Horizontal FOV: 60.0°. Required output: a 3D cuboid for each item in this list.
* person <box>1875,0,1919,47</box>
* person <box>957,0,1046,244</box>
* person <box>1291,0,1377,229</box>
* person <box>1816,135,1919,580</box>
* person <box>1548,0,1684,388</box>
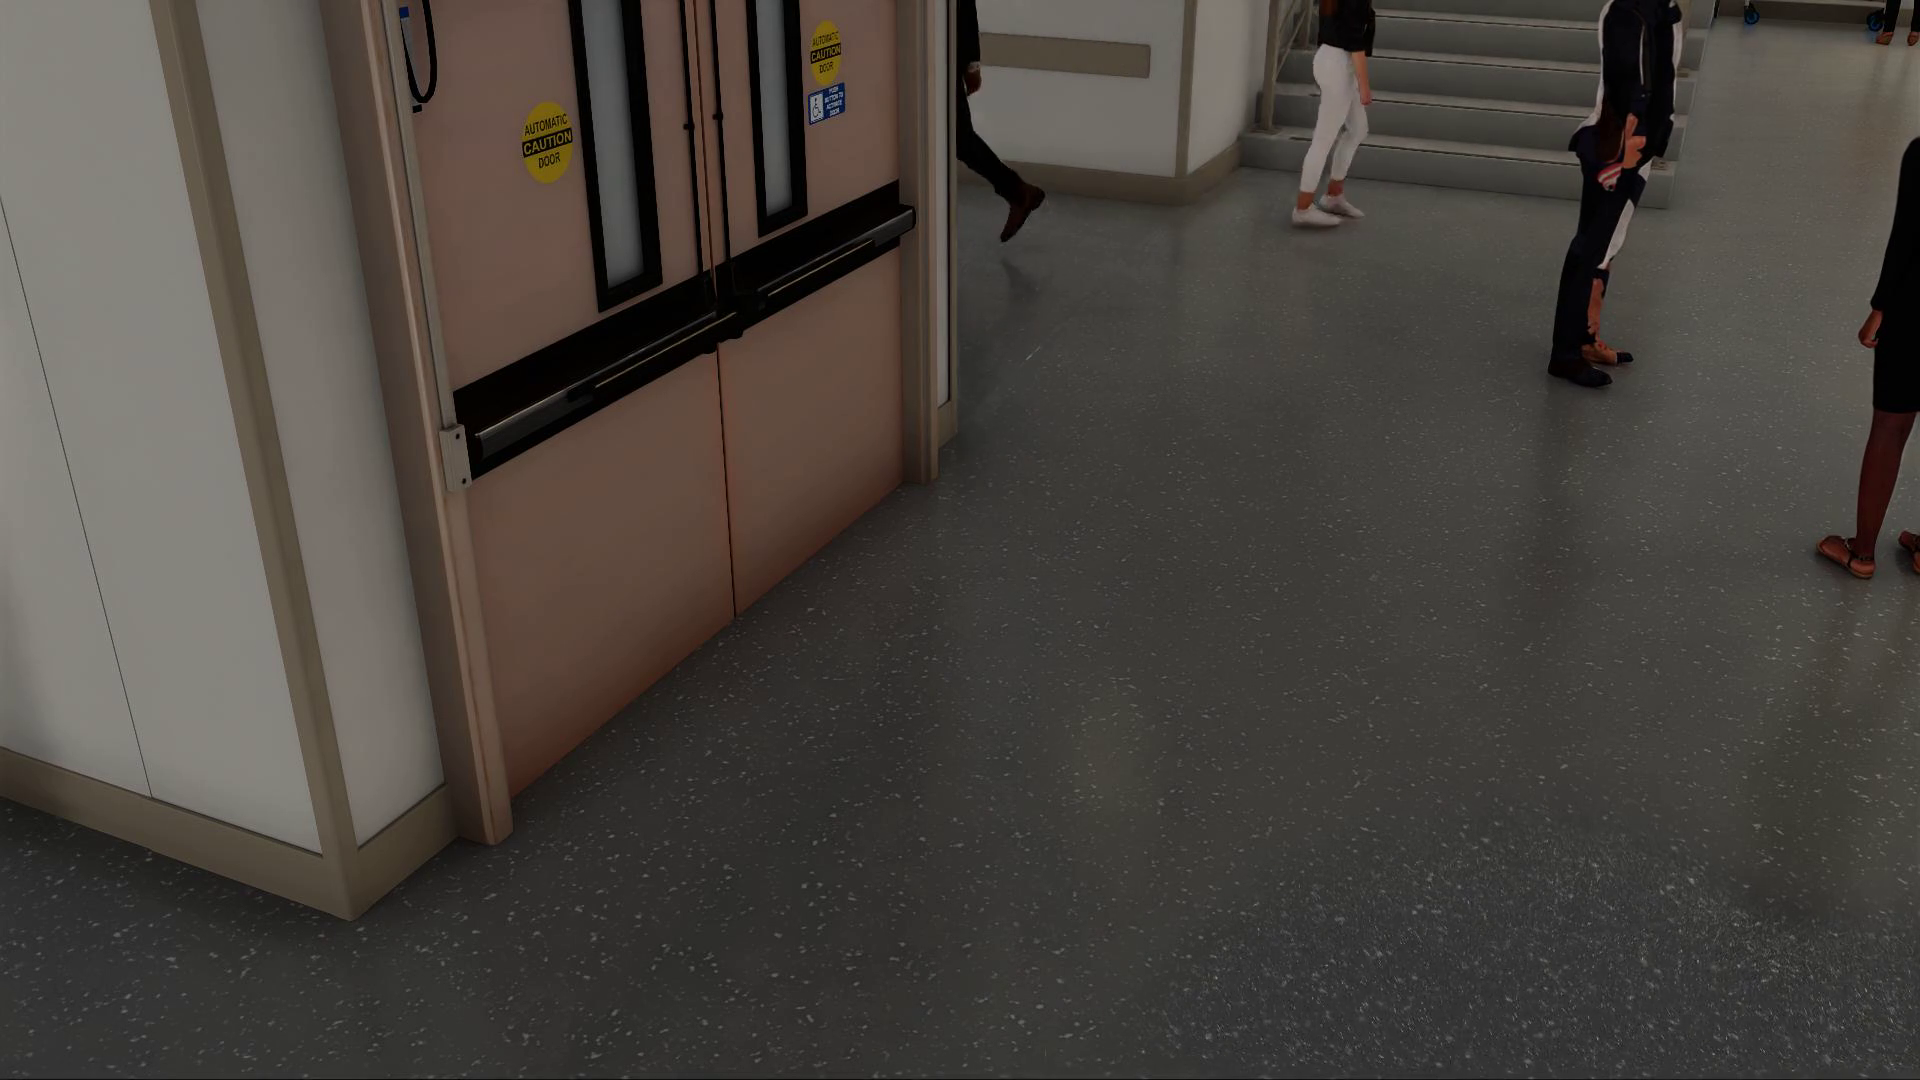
[{"bbox_3d":[8.405,-5.200,14.591,0.765,1.648,0.800,6,26,13],"label":"person"},{"bbox_3d":[-0.013,-2.481,8.710,0.833,1.859,1.181,9,27,18],"label":"person"},{"bbox_3d":[1.962,-2.525,8.996,0.800,1.689,0.727,0,26,0],"label":"person"},{"bbox_3d":[3.058,-0.704,5.184,0.678,1.720,0.645,0,26,0],"label":"person"},{"bbox_3d":[2.721,-1.610,6.866,0.793,1.892,0.611,19,31,34],"label":"person"}]
